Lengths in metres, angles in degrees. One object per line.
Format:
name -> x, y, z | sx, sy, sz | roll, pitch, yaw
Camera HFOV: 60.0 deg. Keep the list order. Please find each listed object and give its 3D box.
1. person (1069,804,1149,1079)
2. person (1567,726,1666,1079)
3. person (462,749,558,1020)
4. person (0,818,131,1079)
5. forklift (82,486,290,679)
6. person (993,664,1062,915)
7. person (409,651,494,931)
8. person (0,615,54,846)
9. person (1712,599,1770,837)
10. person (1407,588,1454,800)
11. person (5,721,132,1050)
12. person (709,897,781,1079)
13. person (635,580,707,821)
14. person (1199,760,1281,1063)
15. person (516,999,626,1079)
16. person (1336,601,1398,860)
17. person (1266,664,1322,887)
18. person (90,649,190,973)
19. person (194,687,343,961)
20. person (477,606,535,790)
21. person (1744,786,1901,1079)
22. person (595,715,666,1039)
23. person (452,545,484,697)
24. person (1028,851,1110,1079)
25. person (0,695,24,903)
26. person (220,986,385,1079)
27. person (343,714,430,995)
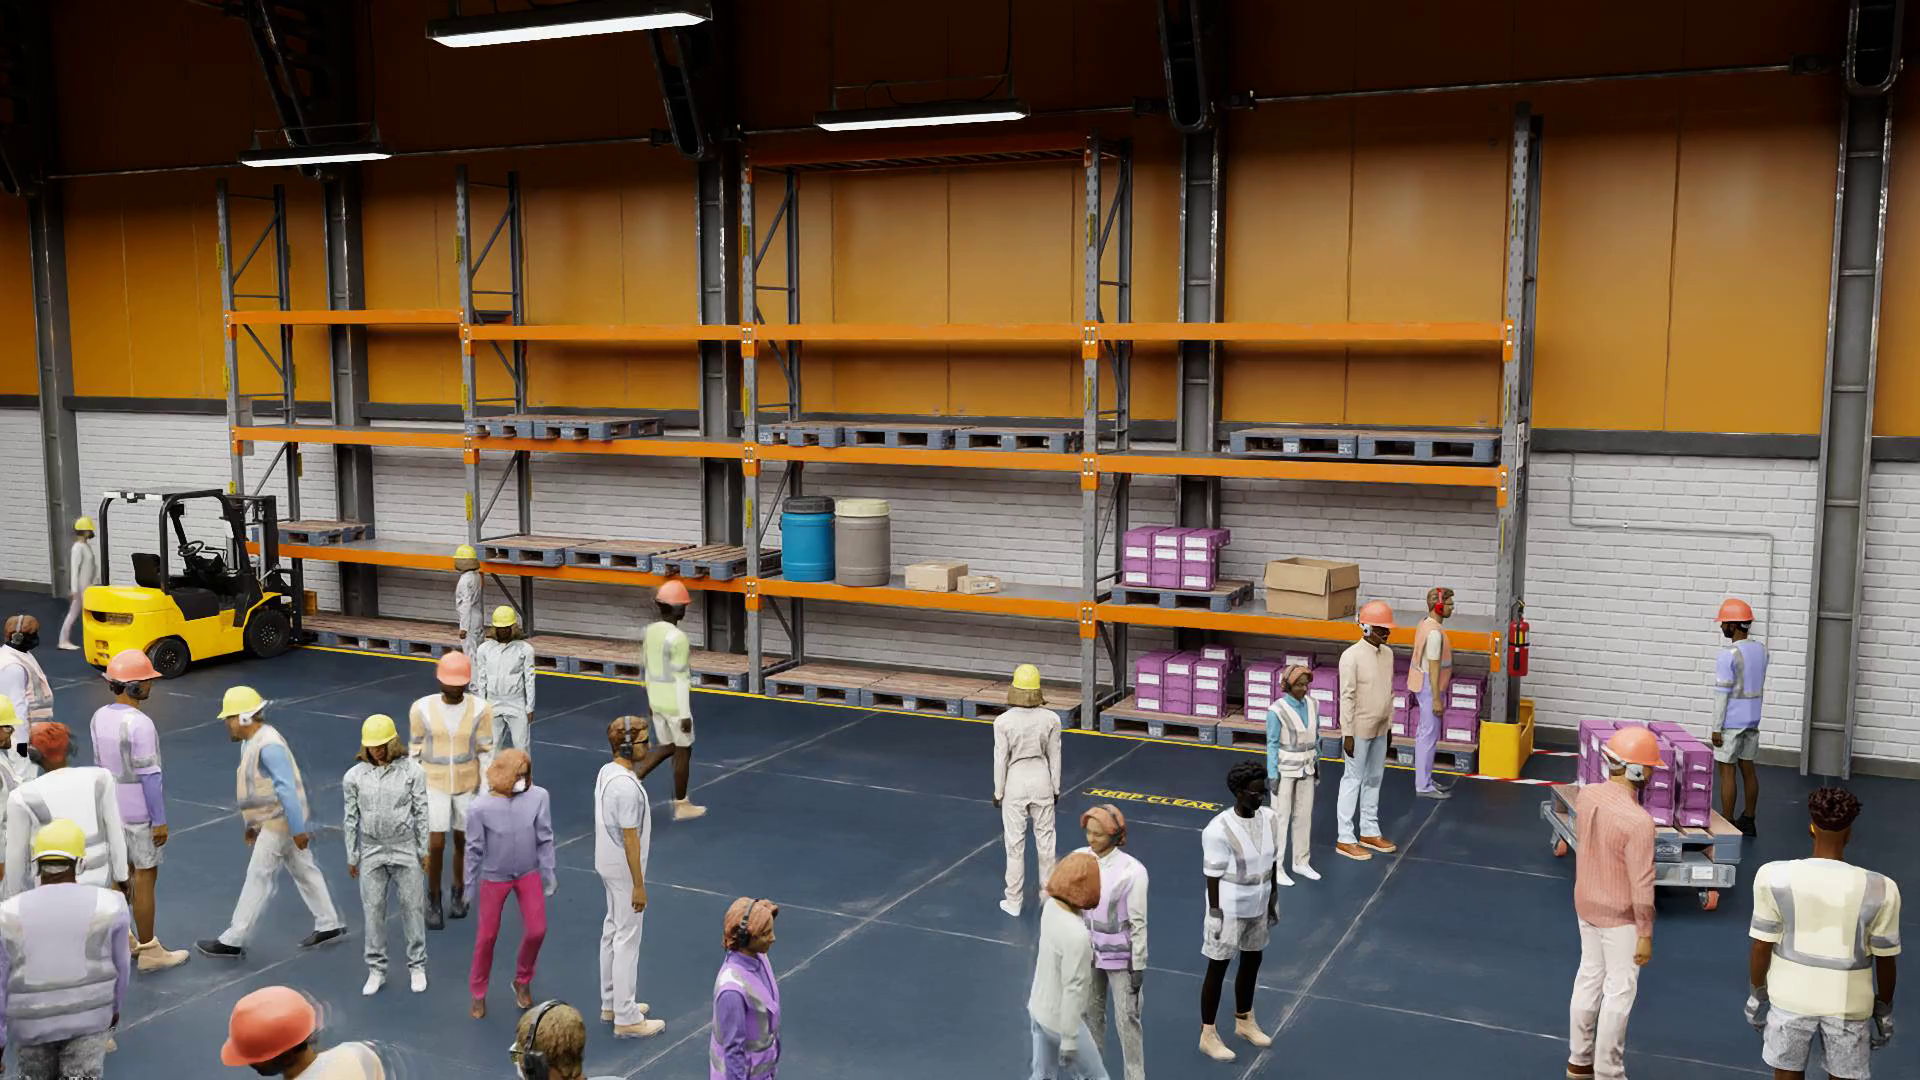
person -> 0.752, 2.146, 8.518 | 0.513, 1.630, 0.318 | 6, 9, 41
person -> 3.447, 1.949, 8.715 | 0.406, 1.981, 0.624 | -1, 7, -12
person -> -2.657, 1.999, 9.776 | 0.553, 1.610, 0.412 | -4, 8, -32
person -> -4.104, 2.172, 7.617 | 0.595, 1.797, 0.656 | -3, 7, -23
forklift -> -9.426, 0.454, 20.179 | 1.214, 2.155, 2.313 | 3, 8, 26
person -> 0.461, 1.724, 11.527 | 0.484, 1.745, 0.297 | -1, 7, -11
person -> -3.440, 1.677, 11.282 | 0.548, 1.898, 0.627 | -3, 7, -20
person -> -7.365, 1.494, 13.095 | 0.429, 1.831, 0.635 | -4, 8, -27
person -> 6.160, 1.426, 13.250 | 0.543, 1.929, 0.386 | -4, 8, -29
person -> 4.091, 1.325, 14.459 | 0.402, 1.841, 0.567 | 1, 7, 11
person -> -5.108, 1.925, 9.456 | 0.973, 1.840, 0.596 | 6, 9, 39
person -> -0.914, 2.315, 7.111 | 0.319, 1.631, 0.524 | 1, 7, 4
person -> -2.429, 1.338, 13.611 | 0.677, 2.024, 0.606 | -6, 9, -40
person -> 1.550, 2.033, 9.215 | 0.537, 1.688, 0.322 | -5, 9, -36
person -> -1.236, 2.394, 5.251 | 0.384, 1.930, 0.634 | 3, 8, 26
person -> 3.152, 1.452, 12.806 | 0.615, 1.988, 0.398 | -6, 9, -39
person -> 2.429, 1.705, 12.159 | 0.525, 1.631, 0.317 | -5, 9, -36
person -> -5.198, 1.699, 10.507 | 0.605, 2.044, 0.375 | 5, 8, 34
person -> -4.480, 1.814, 10.703 | 0.937, 1.760, 0.601 | -3, 8, -27
person -> -3.853, 1.413, 14.143 | 0.482, 1.734, 0.332 | 0, 7, -4
person -> 3.928, 2.089, 7.597 | 0.613, 1.963, 0.361 | 3, 8, 24
person -> -1.915, 1.915, 9.537 | 0.326, 1.843, 0.515 | -4, 8, -27
person -> -5.374, 0.919, 18.180 | 0.306, 1.743, 0.494 | 0, 7, 1
person -> 0.539, 2.243, 7.789 | 0.601, 1.609, 0.527 | -2, 7, -19
person -> -5.925, 1.848, 10.217 | 0.403, 1.817, 0.601 | -4, 8, -33
person -> -2.176, 2.369, 5.659 | 0.776, 1.872, 0.632 | 1, 7, 12
person -> -3.478, 1.903, 10.105 | 0.490, 1.732, 0.327 | -1, 7, -12
